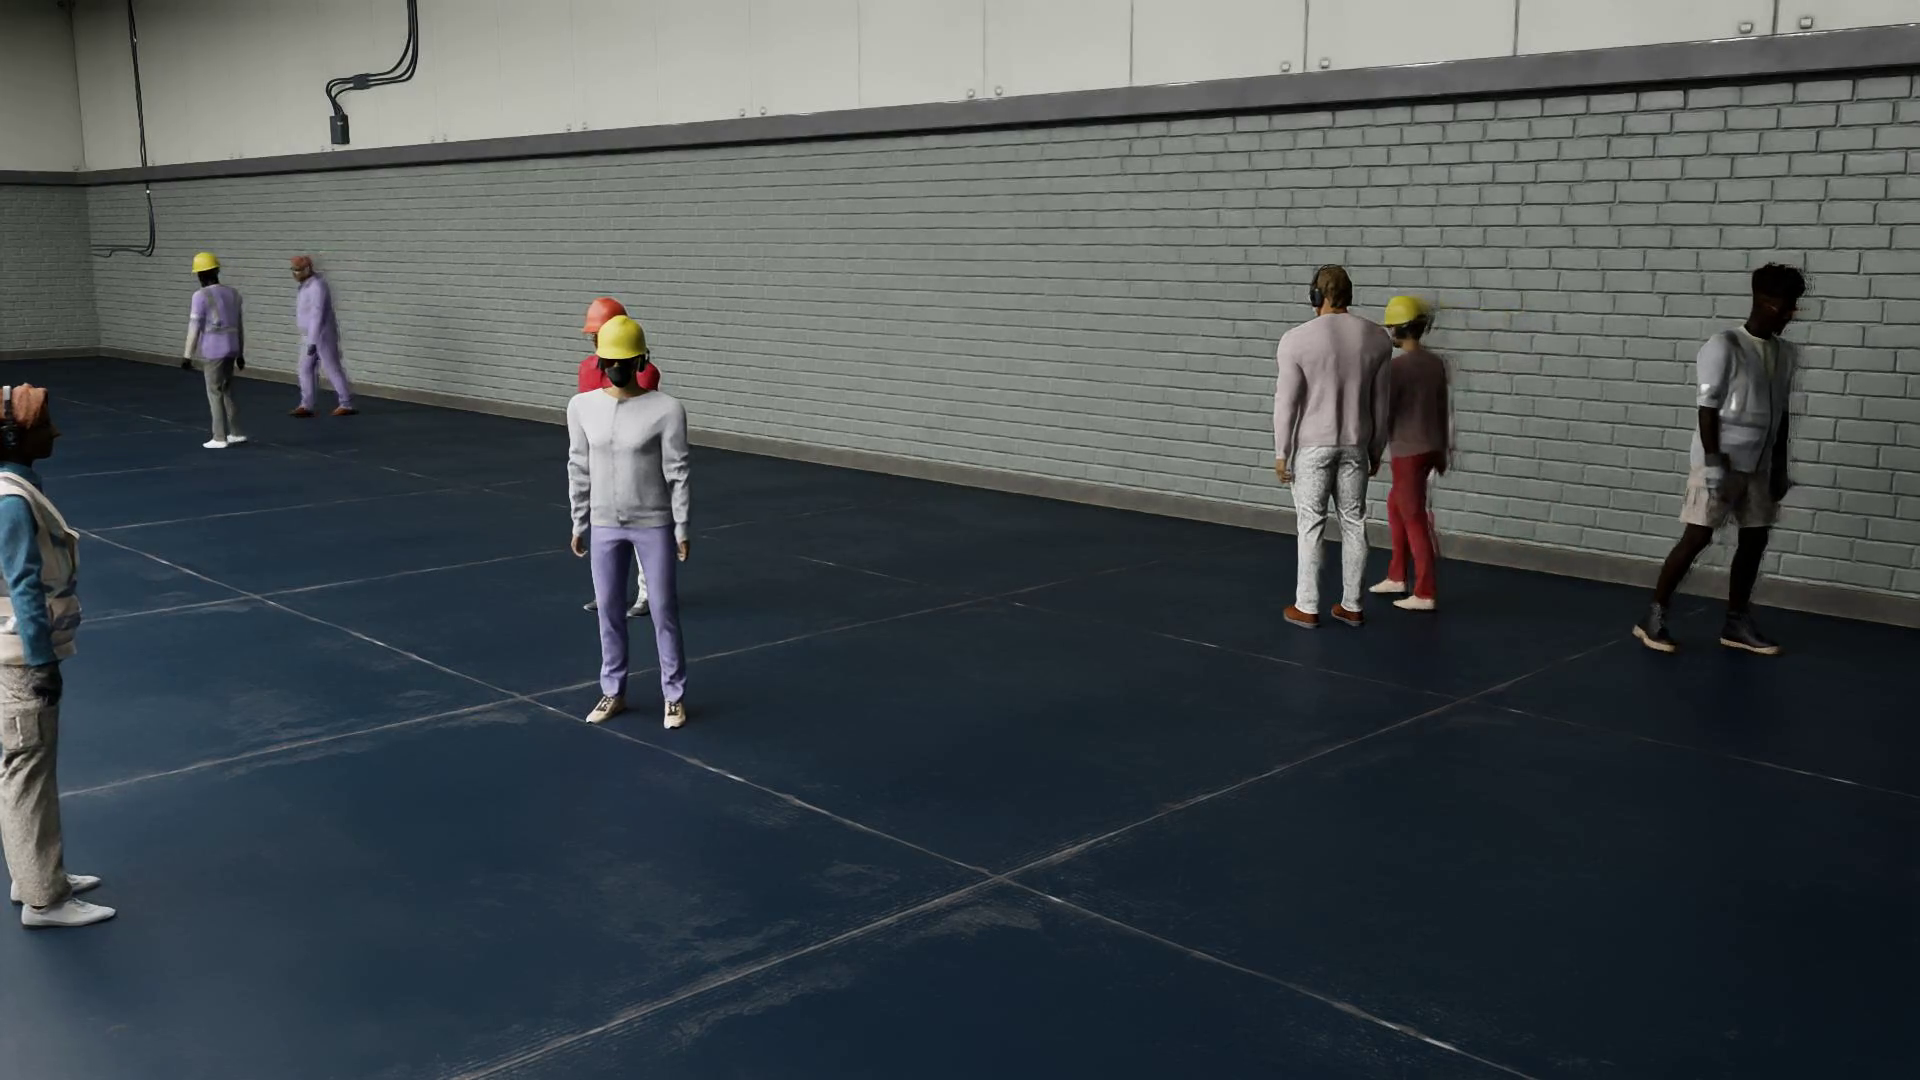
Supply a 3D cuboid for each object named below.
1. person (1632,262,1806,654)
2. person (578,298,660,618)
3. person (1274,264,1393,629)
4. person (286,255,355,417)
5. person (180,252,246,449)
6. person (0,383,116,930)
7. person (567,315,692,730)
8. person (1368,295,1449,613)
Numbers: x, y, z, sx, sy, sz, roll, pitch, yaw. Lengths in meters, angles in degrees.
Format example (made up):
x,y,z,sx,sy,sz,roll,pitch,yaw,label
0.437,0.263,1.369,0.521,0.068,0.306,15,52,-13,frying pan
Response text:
x,y,z,sx,sy,sz,roll,pitch,yaw,label
3.802,-0.389,8.227,0.780,1.944,0.572,-5,12,-25,person
-1.889,-0.447,9.097,0.568,1.744,0.358,7,12,32,person
1.955,-0.483,8.798,0.630,1.931,0.372,-2,11,-10,person
-7.352,-2.306,18.955,0.868,1.842,0.655,-8,13,-38,person
-7.261,-1.839,16.226,0.429,1.915,0.600,3,11,14,person
-2.808,0.349,5.029,0.313,1.642,0.513,-6,12,-31,person
-1.380,-0.060,6.974,0.536,1.756,0.382,2,11,12,person
2.438,-0.481,9.268,0.517,1.738,0.669,-10,14,-43,person
